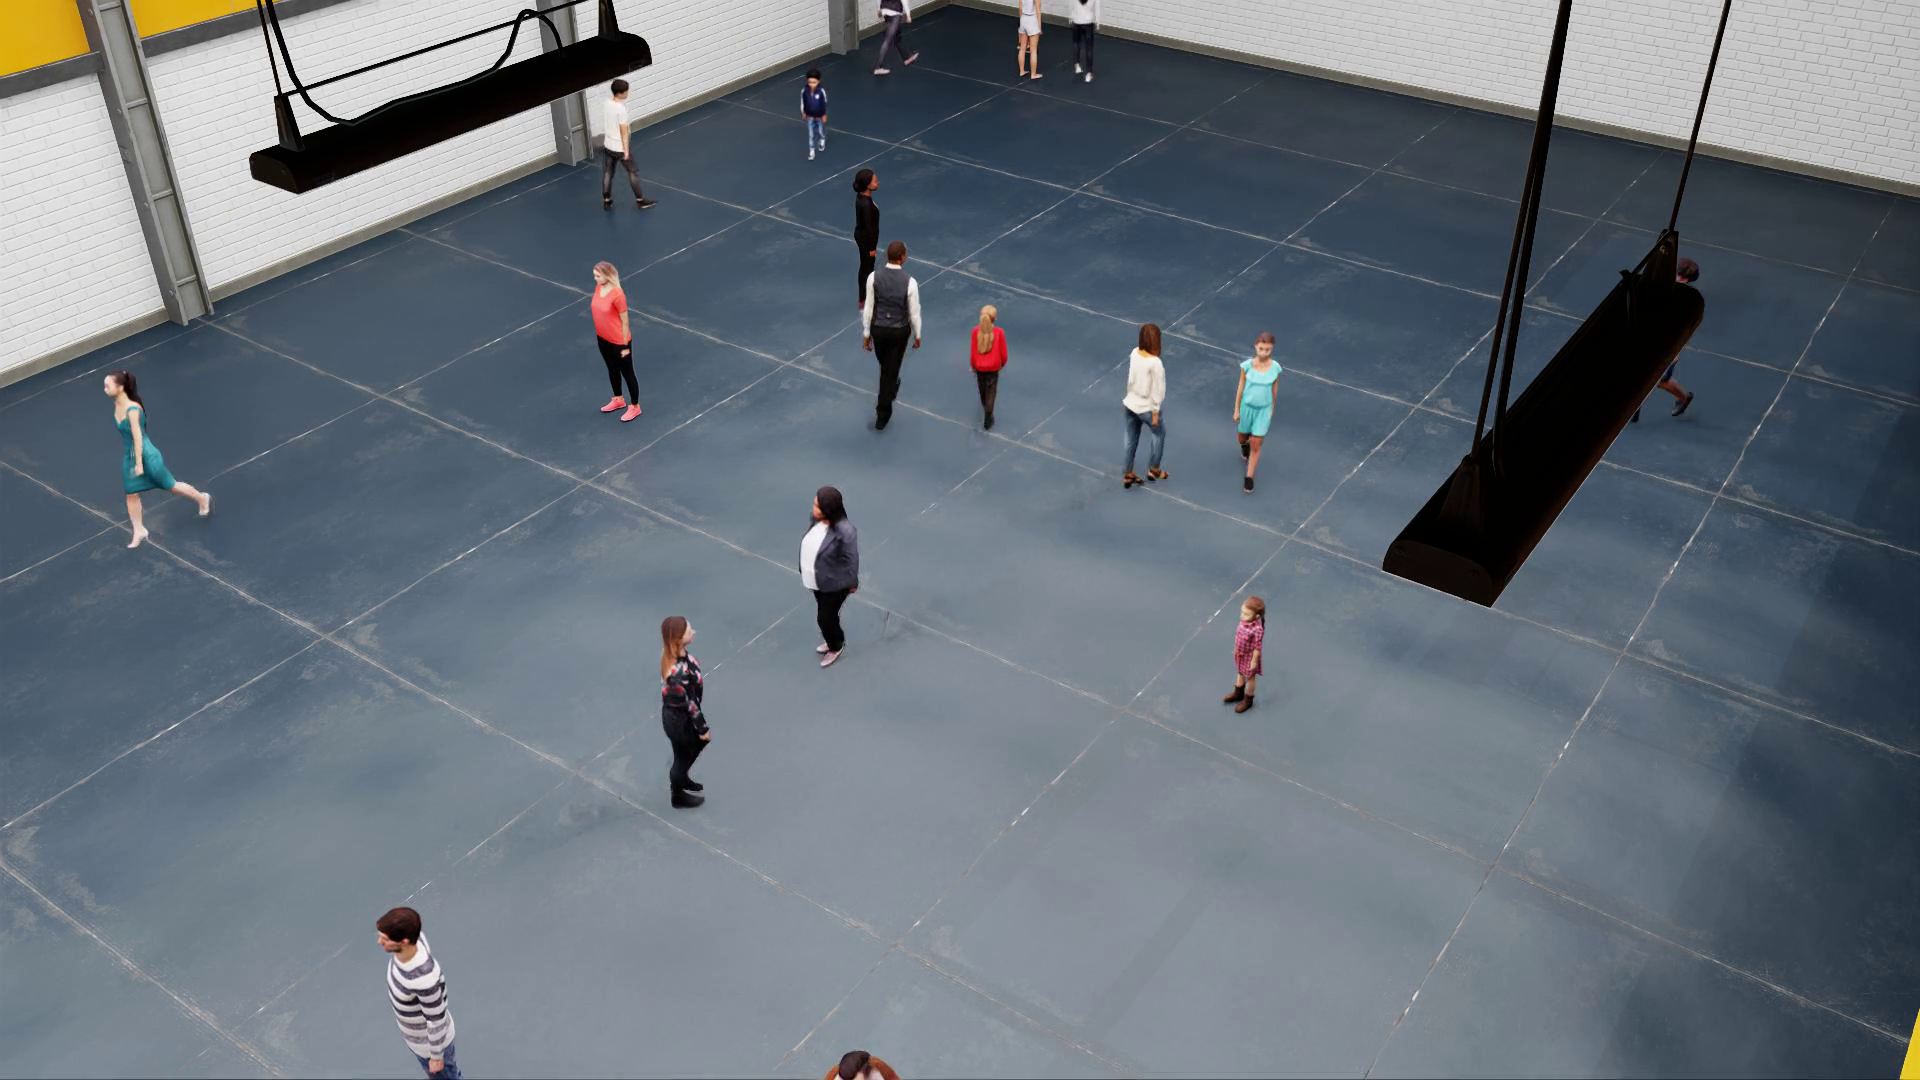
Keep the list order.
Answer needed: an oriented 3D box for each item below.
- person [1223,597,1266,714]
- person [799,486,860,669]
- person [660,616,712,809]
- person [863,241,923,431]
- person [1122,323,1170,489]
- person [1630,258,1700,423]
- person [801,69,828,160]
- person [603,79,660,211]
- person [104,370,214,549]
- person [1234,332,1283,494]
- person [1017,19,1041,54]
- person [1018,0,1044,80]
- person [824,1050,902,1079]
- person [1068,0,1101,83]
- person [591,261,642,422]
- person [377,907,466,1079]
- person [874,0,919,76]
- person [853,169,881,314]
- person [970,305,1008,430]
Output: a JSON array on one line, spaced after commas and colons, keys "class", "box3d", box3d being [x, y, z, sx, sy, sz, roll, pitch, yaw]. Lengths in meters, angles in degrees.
[{"class": "person", "box3d": [2.236, 0.866, 12.888, 0.536, 1.021, 0.495, -16, 37, -22]}, {"class": "person", "box3d": [-0.985, 0.257, 13.296, 0.741, 1.583, 0.748, -25, 41, -33]}, {"class": "person", "box3d": [-2.049, 1.248, 11.727, 0.745, 1.670, 0.685, -6, 34, -9]}, {"class": "person", "box3d": [-0.711, -1.972, 16.382, 0.979, 1.878, 1.249, 7, 34, 11]}, {"class": "person", "box3d": [1.635, -1.212, 15.430, 0.845, 1.668, 0.781, -19, 38, -27]}, {"class": "person", "box3d": [7.019, -1.950, 16.437, 1.085, 1.781, 1.011, -6, 34, -9]}, {"class": "person", "box3d": [-1.979, -5.897, 22.897, 0.752, 1.204, 0.914, 4, 34, 6]}, {"class": "person", "box3d": [-4.394, -4.999, 21.117, 0.811, 1.679, 0.870, 21, 39, 28]}, {"class": "person", "box3d": [-7.149, -0.741, 14.746, 0.555, 1.640, 1.060, 22, 40, 30]}, {"class": "person", "box3d": [2.771, -1.262, 15.617, 0.797, 1.543, 1.040, 6, 34, 9]}, {"class": "person", "box3d": [1.079, -8.733, 26.695, 0.675, 1.724, 0.642, -11, 35, -16]}, {"class": "person", "box3d": [1.068, -7.930, 25.595, 0.581, 1.603, 0.575, 26, 41, 33]}, {"class": "person", "box3d": [-0.504, 3.215, 8.637, 1.068, 1.814, 1.176, -2, 34, -4]}, {"class": "person", "box3d": [1.848, -7.881, 25.457, 0.777, 1.675, 0.822, 8, 35, 12]}, {"class": "person", "box3d": [-3.439, -2.006, 16.602, 0.608, 1.693, 0.551, 25, 41, 33]}, {"class": "person", "box3d": [-2.977, 2.733, 9.326, 0.661, 1.854, 0.714, -21, 39, -28]}, {"class": "person", "box3d": [-1.103, -8.018, 25.578, 0.842, 1.769, 1.266, 29, 43, 36]}, {"class": "person", "box3d": [-1.056, -3.367, 18.664, 0.712, 1.676, 0.662, -7, 34, -11]}, {"class": "person", "box3d": [0.265, -1.702, 16.539, 0.699, 1.257, 0.910, 7, 34, 10]}]
